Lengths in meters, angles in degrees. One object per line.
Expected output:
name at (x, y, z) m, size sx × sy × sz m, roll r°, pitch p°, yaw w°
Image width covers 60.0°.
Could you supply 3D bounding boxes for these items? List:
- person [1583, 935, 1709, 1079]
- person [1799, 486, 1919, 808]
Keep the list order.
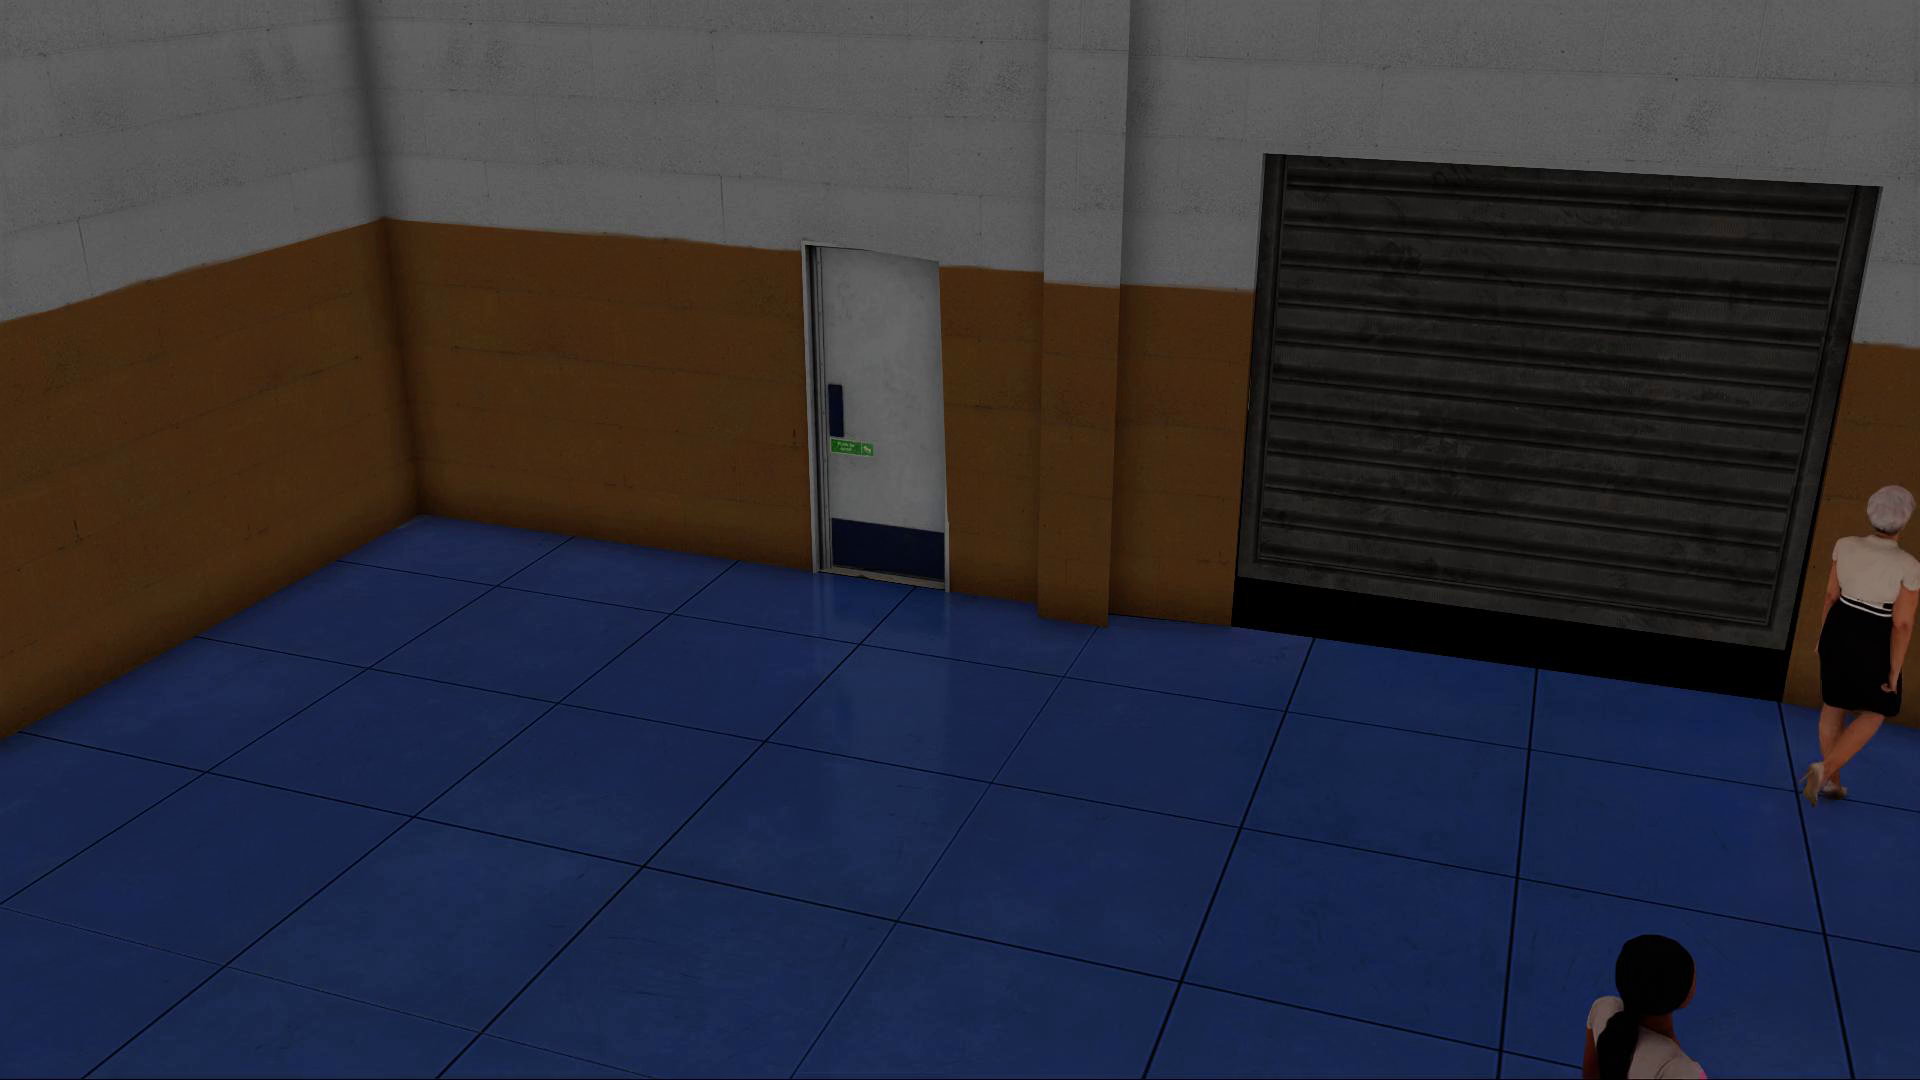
person at (1.967, 1.913, 4.925) m, size 0.691 × 1.741 × 0.647 m, roll -7°, pitch 23°, yaw -18°
person at (4.413, 0.581, 8.237) m, size 0.929 × 1.743 × 0.906 m, roll -15°, pitch 26°, yaw -32°
